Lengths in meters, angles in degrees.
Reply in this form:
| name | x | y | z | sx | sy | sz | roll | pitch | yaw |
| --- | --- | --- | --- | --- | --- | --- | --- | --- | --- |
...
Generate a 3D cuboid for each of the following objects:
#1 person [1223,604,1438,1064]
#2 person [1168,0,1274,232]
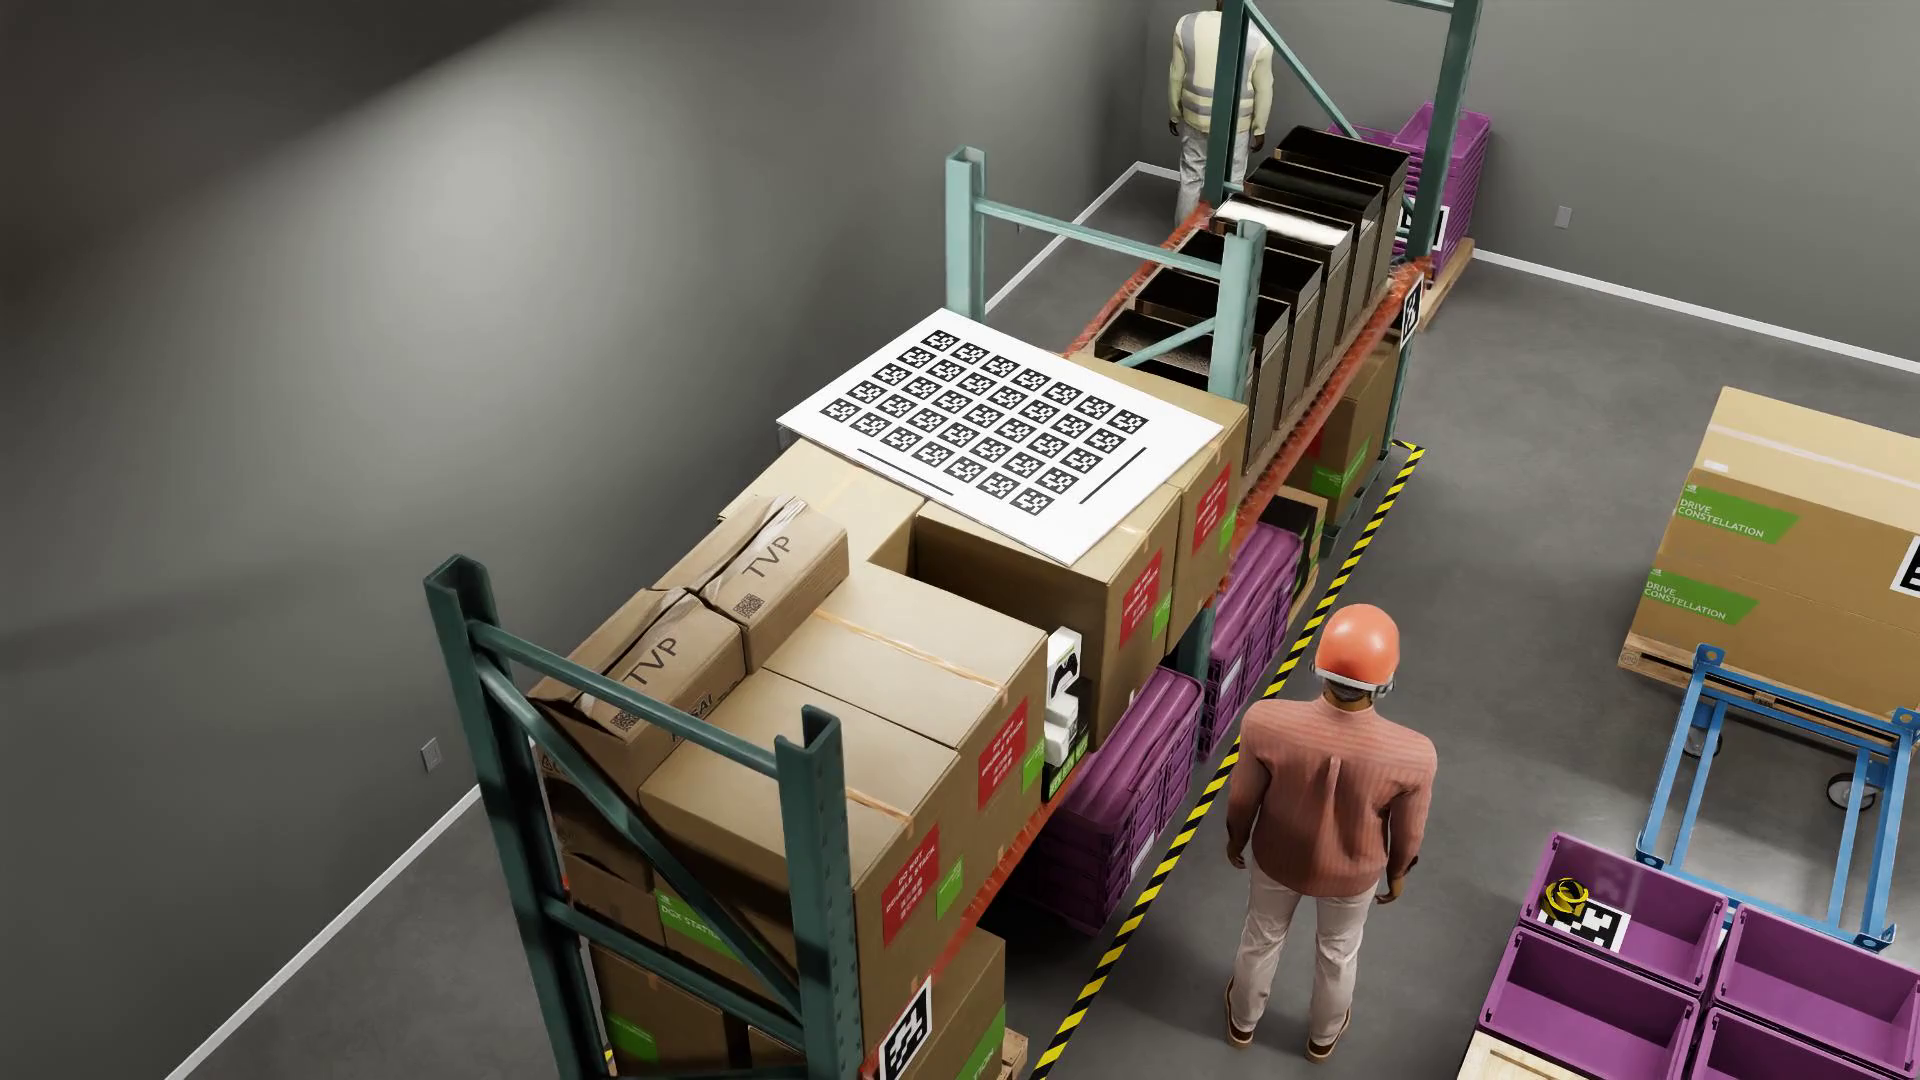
| name | x | y | z | sx | sy | sz | roll | pitch | yaw |
| --- | --- | --- | --- | --- | --- | --- | --- | --- | --- |
| person | 1.156 | 0.993 | 5.372 | 0.612 | 1.993 | 0.386 | 10 | 41 | 12 |
| person | 1.495 | -2.452 | 9.609 | 0.600 | 1.819 | 0.403 | 15 | 42 | 17 |
